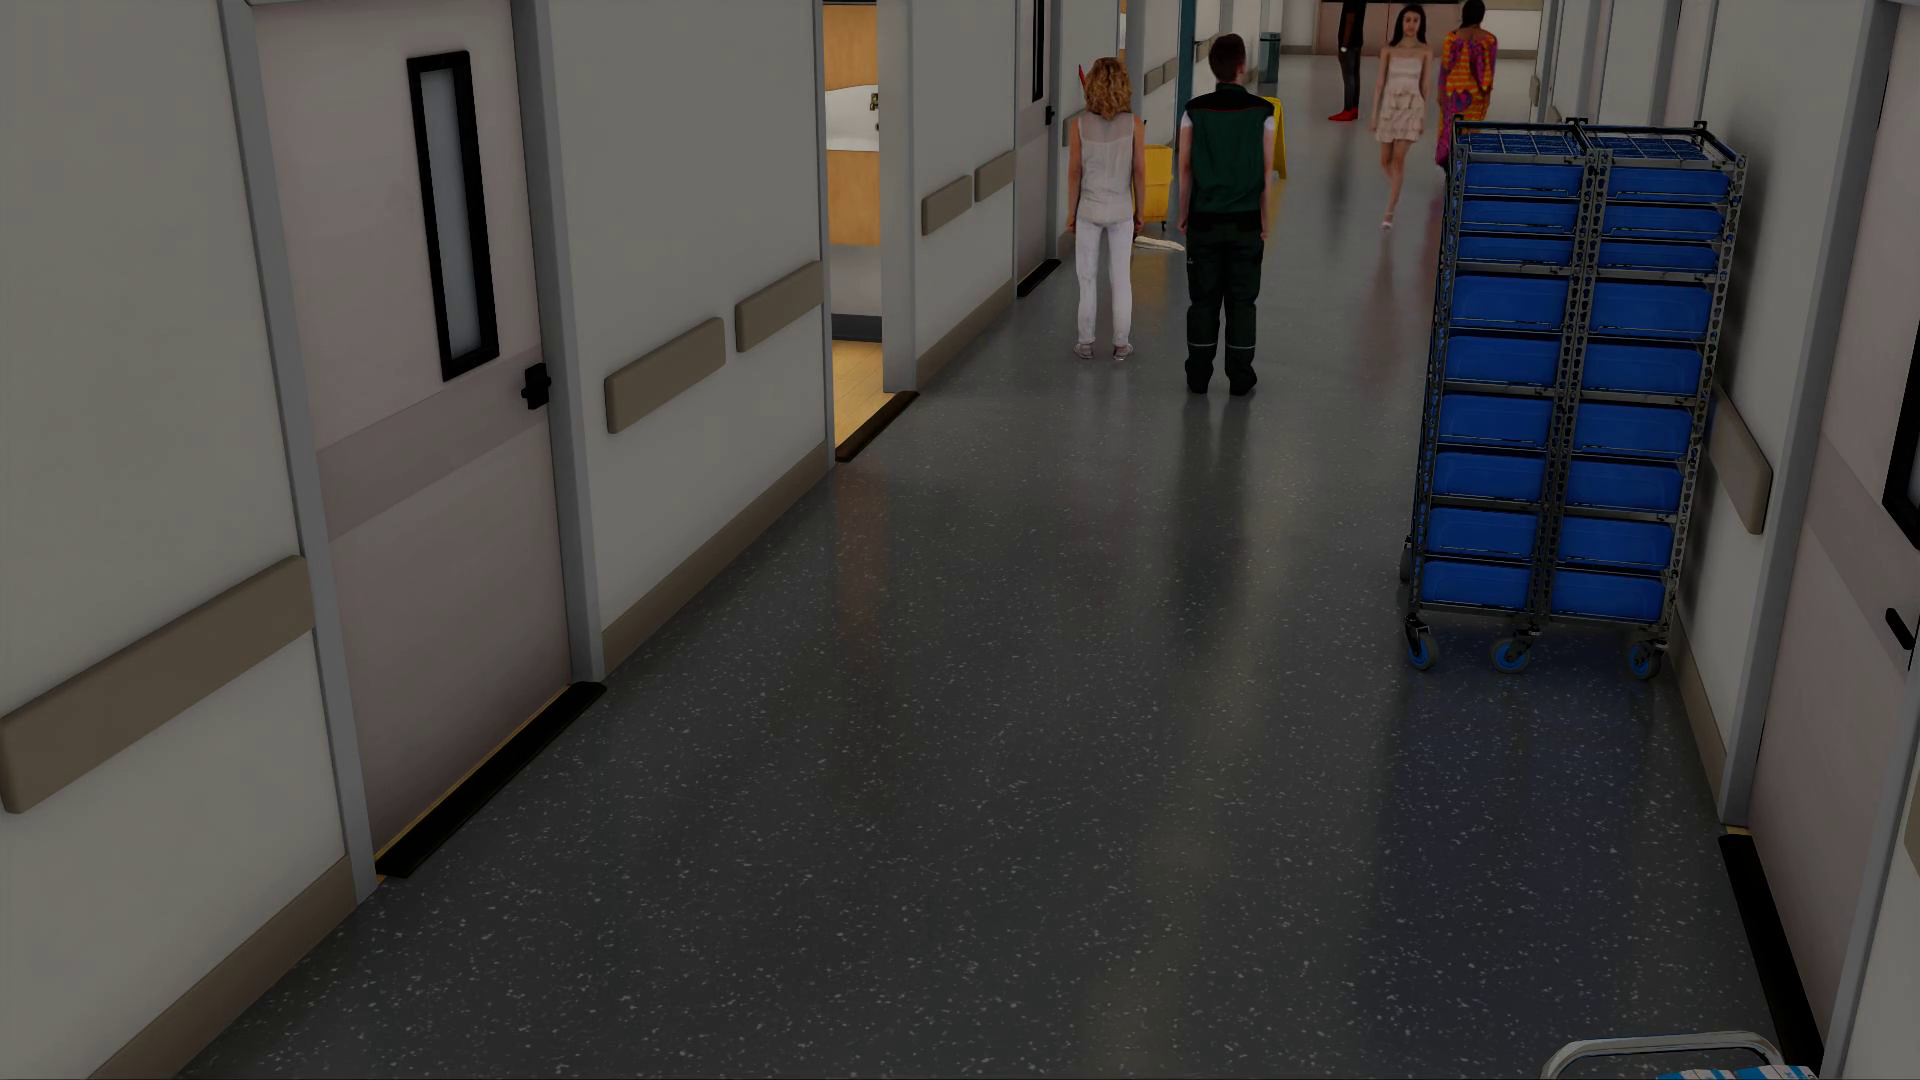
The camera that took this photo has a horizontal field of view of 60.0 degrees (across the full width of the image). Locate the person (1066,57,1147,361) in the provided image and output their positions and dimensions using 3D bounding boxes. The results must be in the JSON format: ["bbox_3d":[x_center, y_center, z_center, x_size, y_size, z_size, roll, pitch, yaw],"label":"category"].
[{"bbox_3d":[0.813,-1.853,9.349,0.636,1.671,0.596,2,21,4],"label":"person"}]

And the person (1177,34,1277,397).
[{"bbox_3d":[1.379,-1.675,8.638,0.630,1.841,0.563,5,21,12],"label":"person"}]

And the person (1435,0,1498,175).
[{"bbox_3d":[4.683,-4.164,15.455,0.646,1.654,0.850,7,22,17],"label":"person"}]

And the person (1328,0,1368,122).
[{"bbox_3d":[4.757,-6.024,20.173,0.766,1.804,0.594,13,25,31],"label":"person"}]

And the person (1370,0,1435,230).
[{"bbox_3d":[3.520,-3.369,13.279,0.639,1.722,0.920,7,22,18],"label":"person"}]
